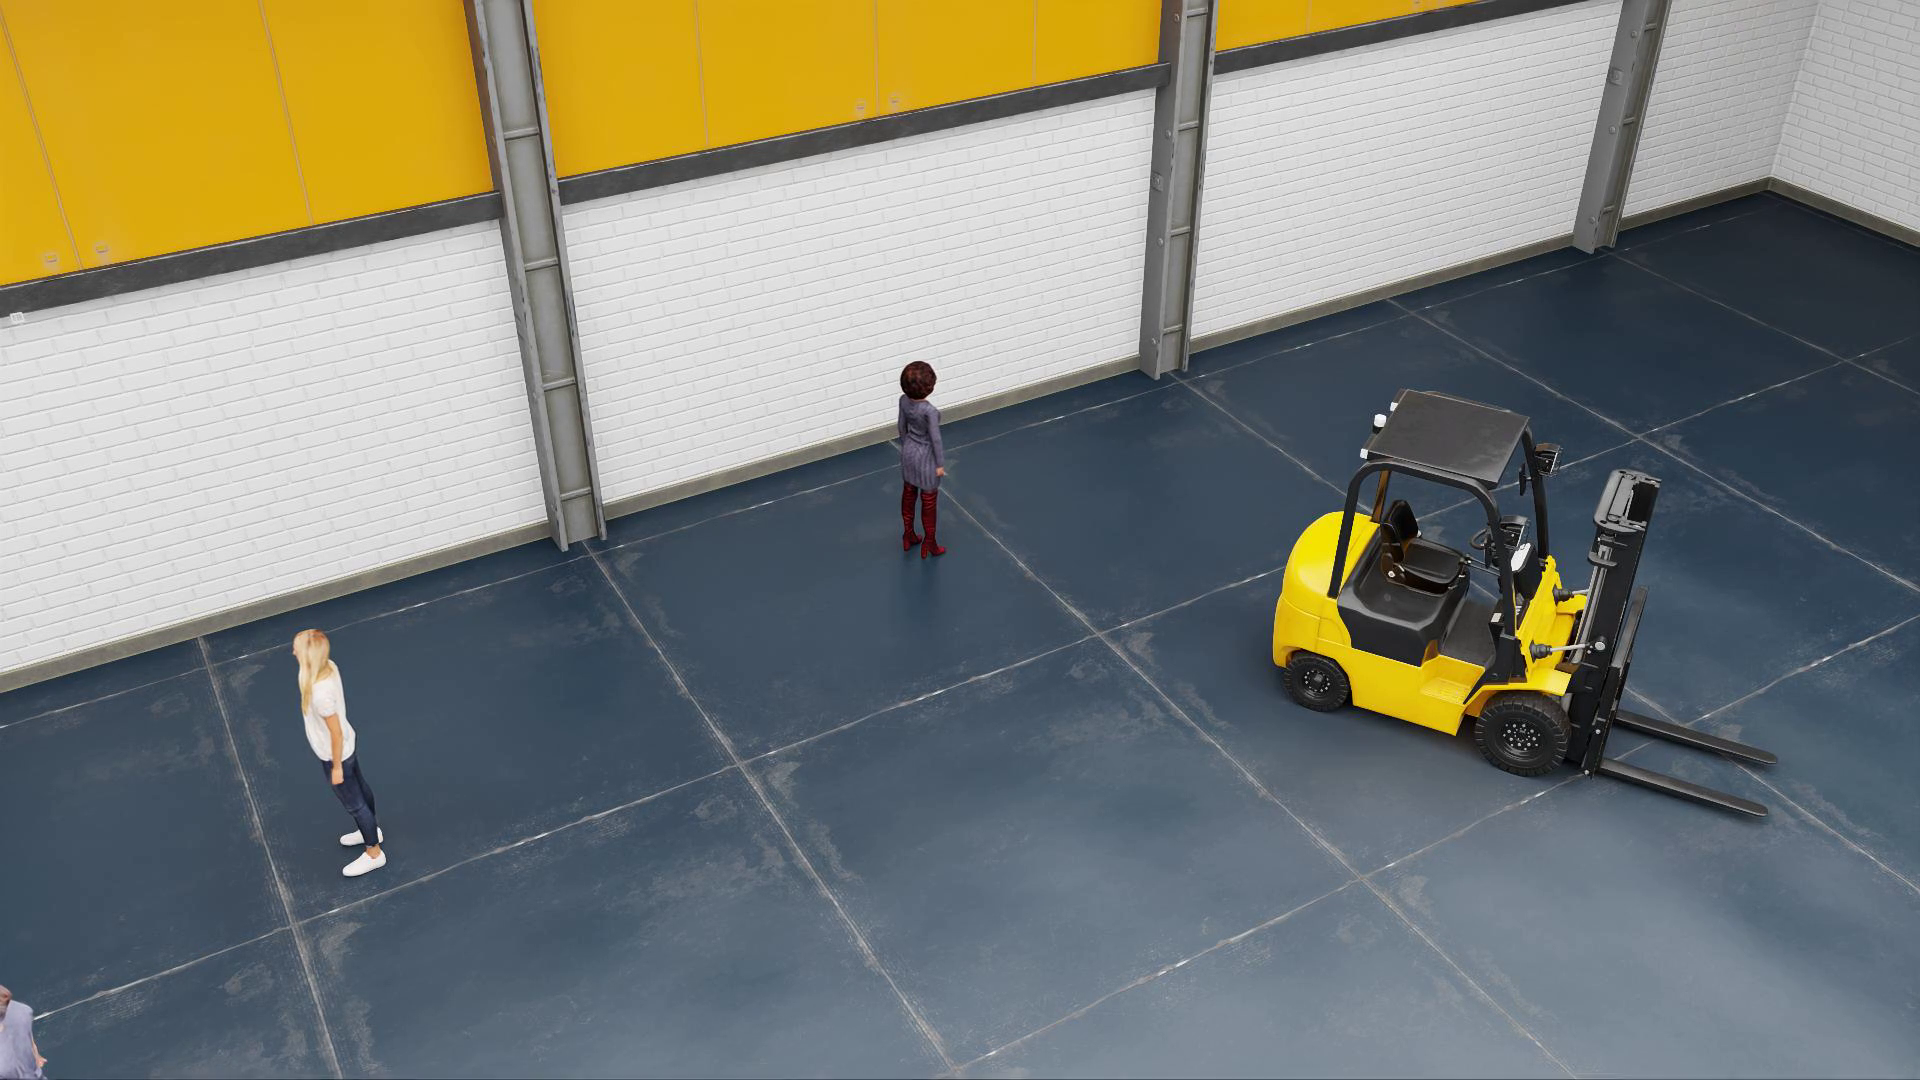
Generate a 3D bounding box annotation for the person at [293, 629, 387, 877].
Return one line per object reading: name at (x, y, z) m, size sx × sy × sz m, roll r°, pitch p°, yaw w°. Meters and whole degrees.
person at (-3.842, 1.296, 10.296) m, size 0.554 × 1.809 × 0.644 m, roll -11°, pitch 35°, yaw -16°

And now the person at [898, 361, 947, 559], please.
person at (-0.324, -0.640, 13.298) m, size 0.632 × 1.710 × 0.592 m, roll 29°, pitch 43°, yaw 36°
